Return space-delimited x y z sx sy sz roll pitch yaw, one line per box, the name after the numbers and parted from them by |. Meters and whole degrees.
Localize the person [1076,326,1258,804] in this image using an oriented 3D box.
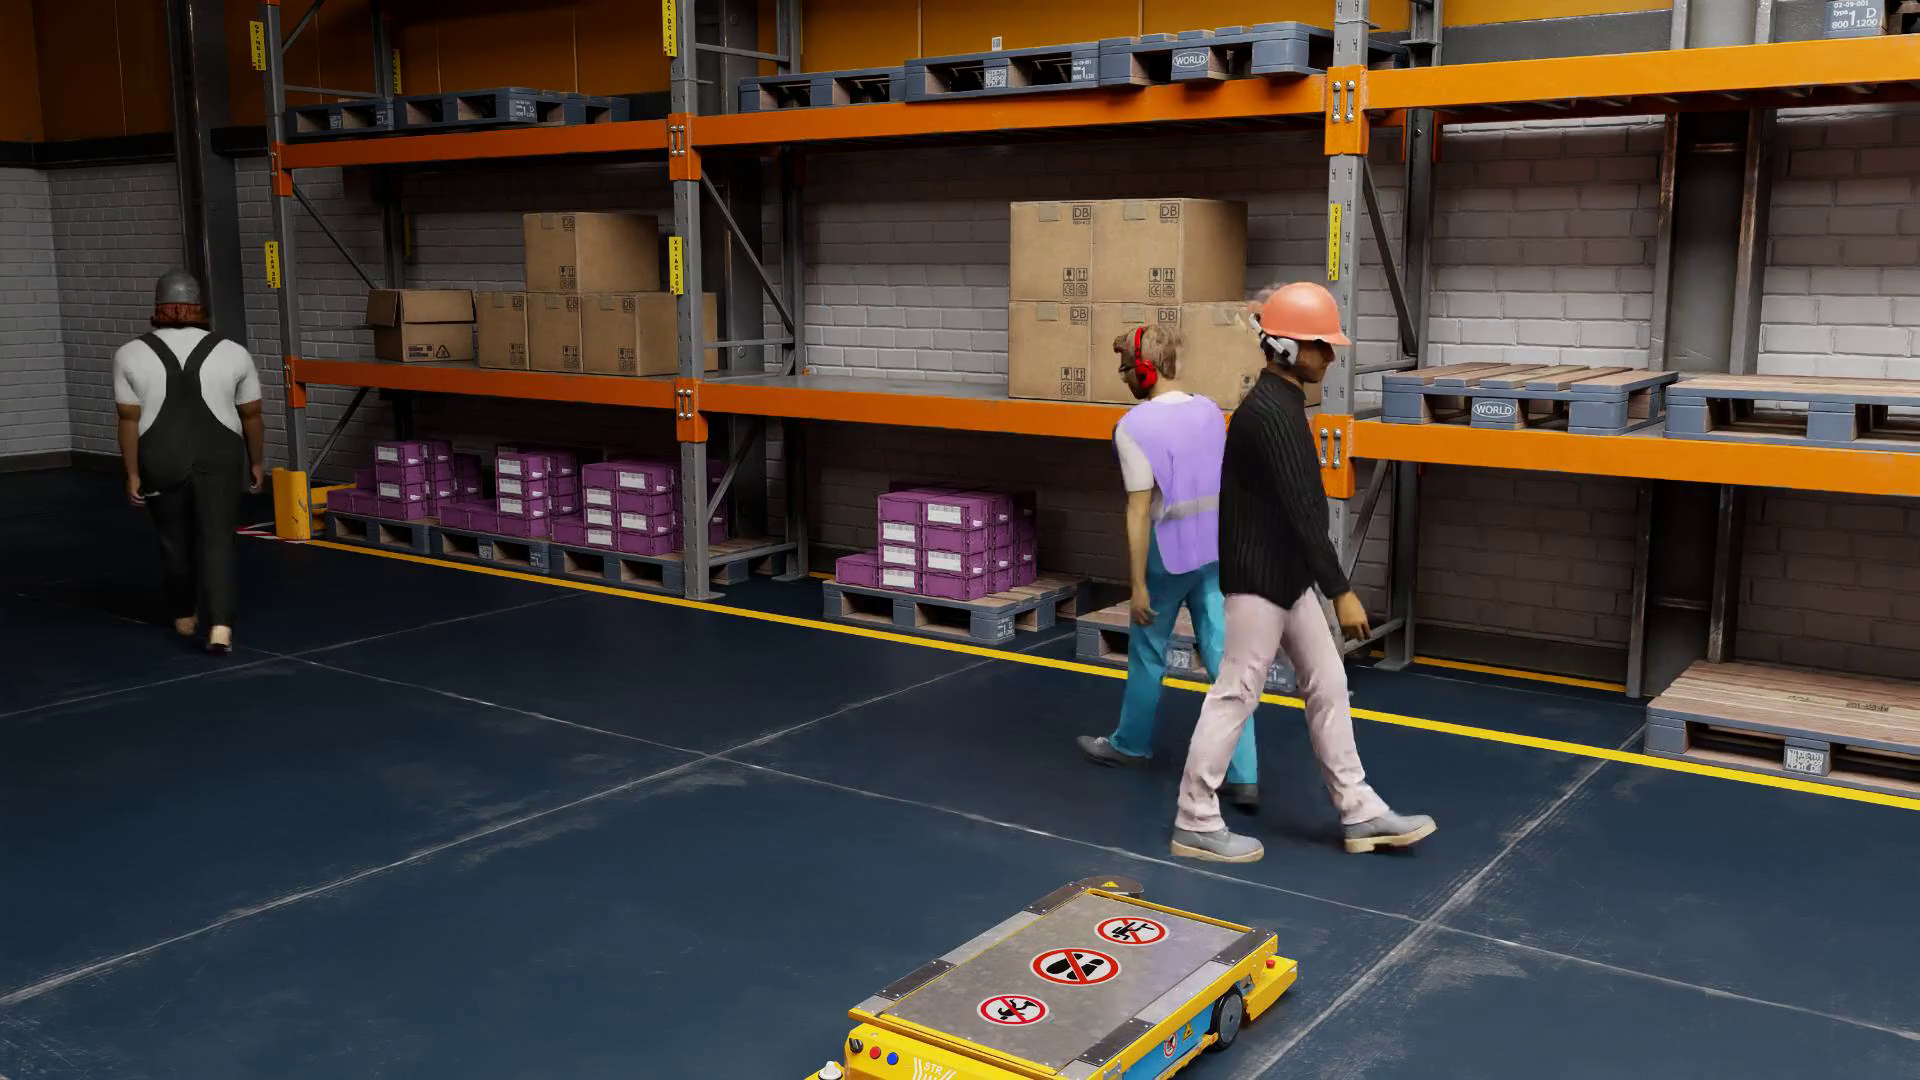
0.823 0.089 6.295 0.662 1.779 0.941 -7 12 -36 | person

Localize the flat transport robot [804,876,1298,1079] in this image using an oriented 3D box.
0.254 1.194 4.191 0.652 0.197 1.431 7 12 35 | flat transport robot

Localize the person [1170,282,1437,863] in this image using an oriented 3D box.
1.158 0.146 5.463 0.985 1.941 0.608 3 10 15 | person

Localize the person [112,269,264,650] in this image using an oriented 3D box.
-4.024 -0.452 8.731 0.696 2.000 1.032 -4 10 -24 | person
